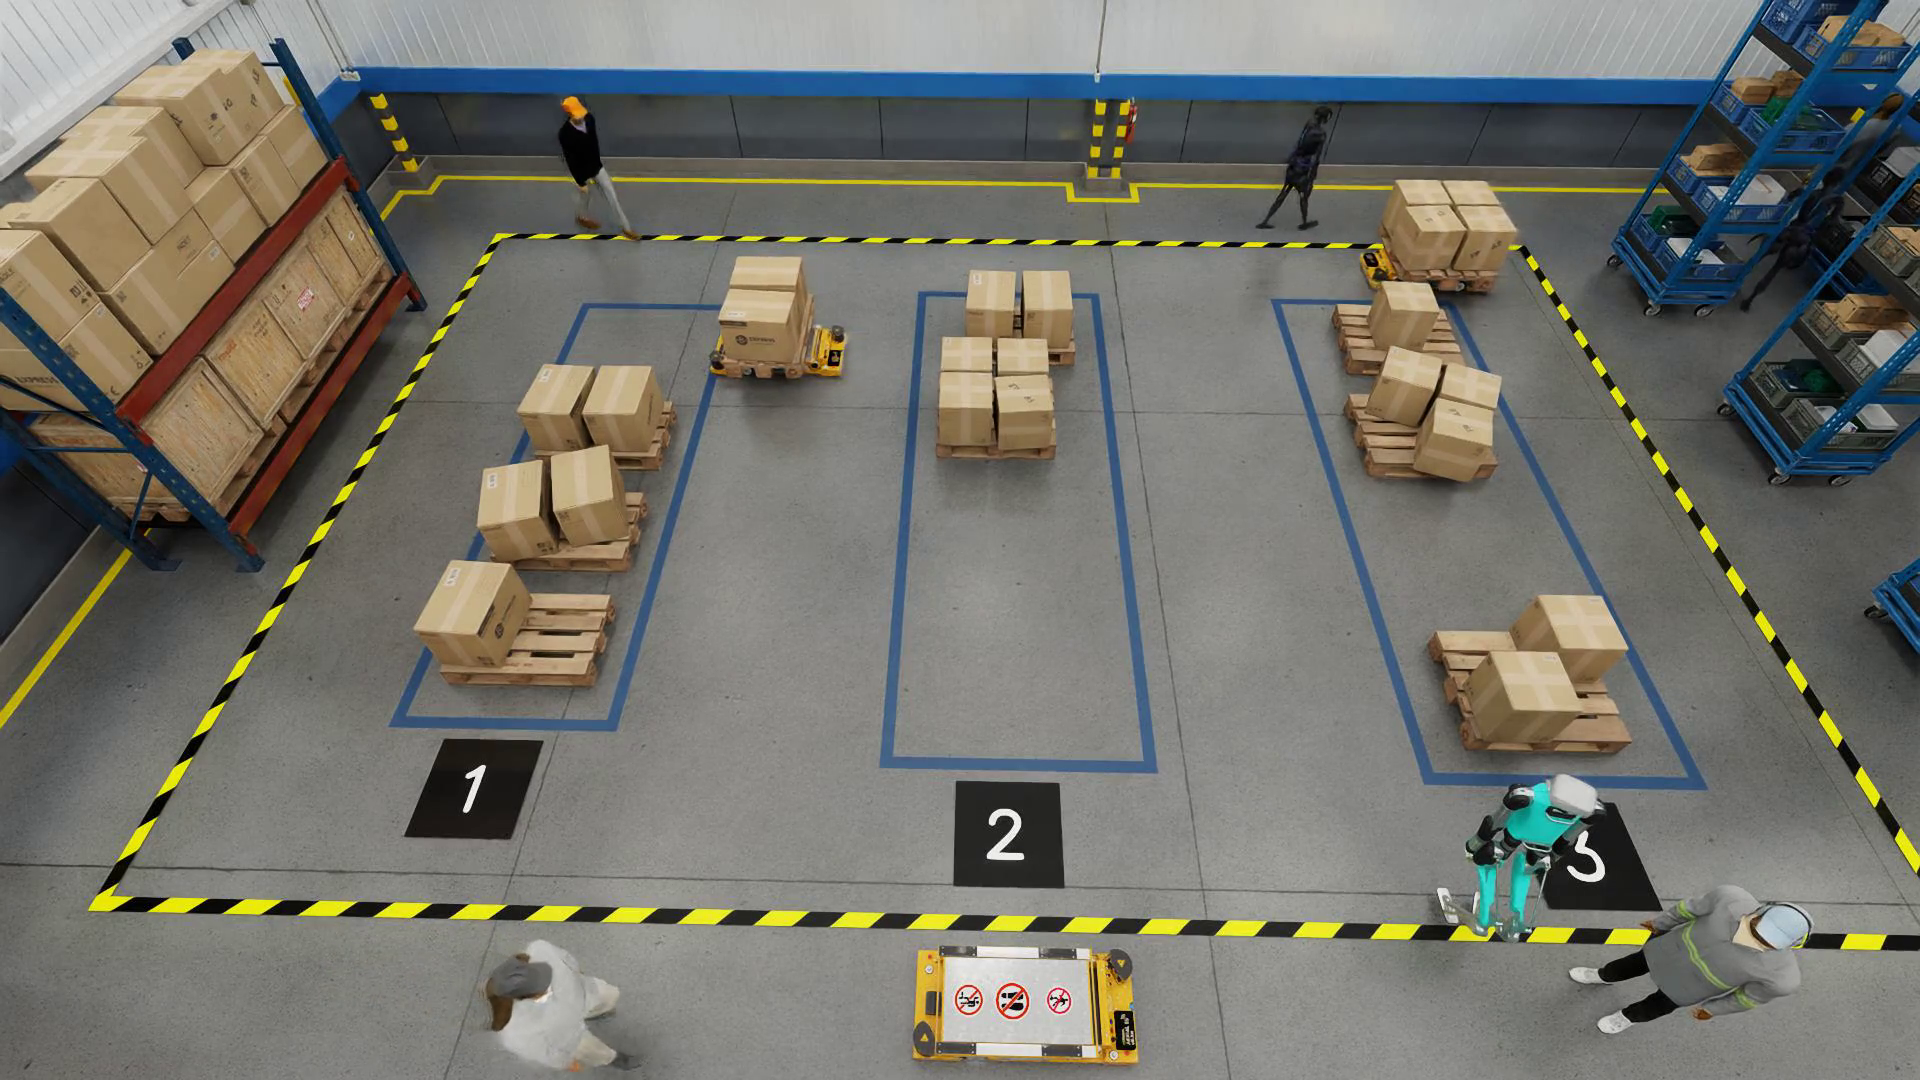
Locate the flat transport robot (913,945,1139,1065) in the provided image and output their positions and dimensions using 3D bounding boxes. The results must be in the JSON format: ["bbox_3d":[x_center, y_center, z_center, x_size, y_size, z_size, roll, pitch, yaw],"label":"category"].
[{"bbox_3d":[0.422,3.041,6.007,1.431,0.231,0.659,1,51,1],"label":"flat transport robot"}]

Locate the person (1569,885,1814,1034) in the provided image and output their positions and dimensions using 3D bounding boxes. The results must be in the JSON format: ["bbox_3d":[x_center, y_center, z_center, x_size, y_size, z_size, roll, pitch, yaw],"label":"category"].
[{"bbox_3d":[4.314,2.504,5.422,0.360,1.852,0.596,-7,51,-5],"label":"person"}]

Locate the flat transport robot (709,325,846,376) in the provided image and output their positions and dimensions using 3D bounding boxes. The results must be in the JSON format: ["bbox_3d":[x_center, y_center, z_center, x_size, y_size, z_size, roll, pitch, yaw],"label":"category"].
[{"bbox_3d":[-2.021,-2.124,10.199,1.431,0.197,0.652,1,51,1],"label":"flat transport robot"}]

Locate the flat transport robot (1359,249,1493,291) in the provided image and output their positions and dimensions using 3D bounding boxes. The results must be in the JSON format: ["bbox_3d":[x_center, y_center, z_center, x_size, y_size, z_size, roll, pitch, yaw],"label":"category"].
[{"bbox_3d":[5.686,-3.318,11.172,1.431,0.197,0.652,1,51,1],"label":"flat transport robot"}]

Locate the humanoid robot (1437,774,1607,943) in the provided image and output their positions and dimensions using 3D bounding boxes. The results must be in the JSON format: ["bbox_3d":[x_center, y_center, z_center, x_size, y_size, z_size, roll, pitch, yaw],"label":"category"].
[{"bbox_3d":[3.480,2.119,5.727,0.533,1.673,0.735,10,51,8],"label":"humanoid robot"}]

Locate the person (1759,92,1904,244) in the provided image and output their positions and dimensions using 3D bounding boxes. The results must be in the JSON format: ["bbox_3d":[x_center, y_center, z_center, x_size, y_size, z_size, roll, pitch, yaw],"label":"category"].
[{"bbox_3d":[10.481,-4.379,10.979,0.630,1.940,0.373,-1,51,-1],"label":"person"}]

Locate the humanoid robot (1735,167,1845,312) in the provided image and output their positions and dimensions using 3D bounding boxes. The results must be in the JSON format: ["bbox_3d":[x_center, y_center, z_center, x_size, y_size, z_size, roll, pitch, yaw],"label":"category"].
[{"bbox_3d":[9.403,-3.461,10.411,0.593,1.629,0.726,24,55,18],"label":"humanoid robot"}]

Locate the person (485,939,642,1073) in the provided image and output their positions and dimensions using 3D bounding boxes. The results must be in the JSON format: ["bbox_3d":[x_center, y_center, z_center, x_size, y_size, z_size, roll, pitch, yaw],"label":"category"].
[{"bbox_3d":[-2.282,2.743,5.289,0.452,1.762,0.596,2,51,2],"label":"person"}]

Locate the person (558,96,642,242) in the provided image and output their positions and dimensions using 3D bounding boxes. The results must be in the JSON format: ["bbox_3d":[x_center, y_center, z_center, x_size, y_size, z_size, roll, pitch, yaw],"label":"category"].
[{"bbox_3d":[-4.546,-4.535,11.181,1.011,1.824,0.596,25,55,19],"label":"person"}]

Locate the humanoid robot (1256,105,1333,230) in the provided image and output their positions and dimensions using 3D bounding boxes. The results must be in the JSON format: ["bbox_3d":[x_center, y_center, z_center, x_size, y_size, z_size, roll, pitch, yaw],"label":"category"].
[{"bbox_3d":[4.252,-4.596,11.357,0.786,1.625,0.608,-7,51,-6],"label":"humanoid robot"}]
